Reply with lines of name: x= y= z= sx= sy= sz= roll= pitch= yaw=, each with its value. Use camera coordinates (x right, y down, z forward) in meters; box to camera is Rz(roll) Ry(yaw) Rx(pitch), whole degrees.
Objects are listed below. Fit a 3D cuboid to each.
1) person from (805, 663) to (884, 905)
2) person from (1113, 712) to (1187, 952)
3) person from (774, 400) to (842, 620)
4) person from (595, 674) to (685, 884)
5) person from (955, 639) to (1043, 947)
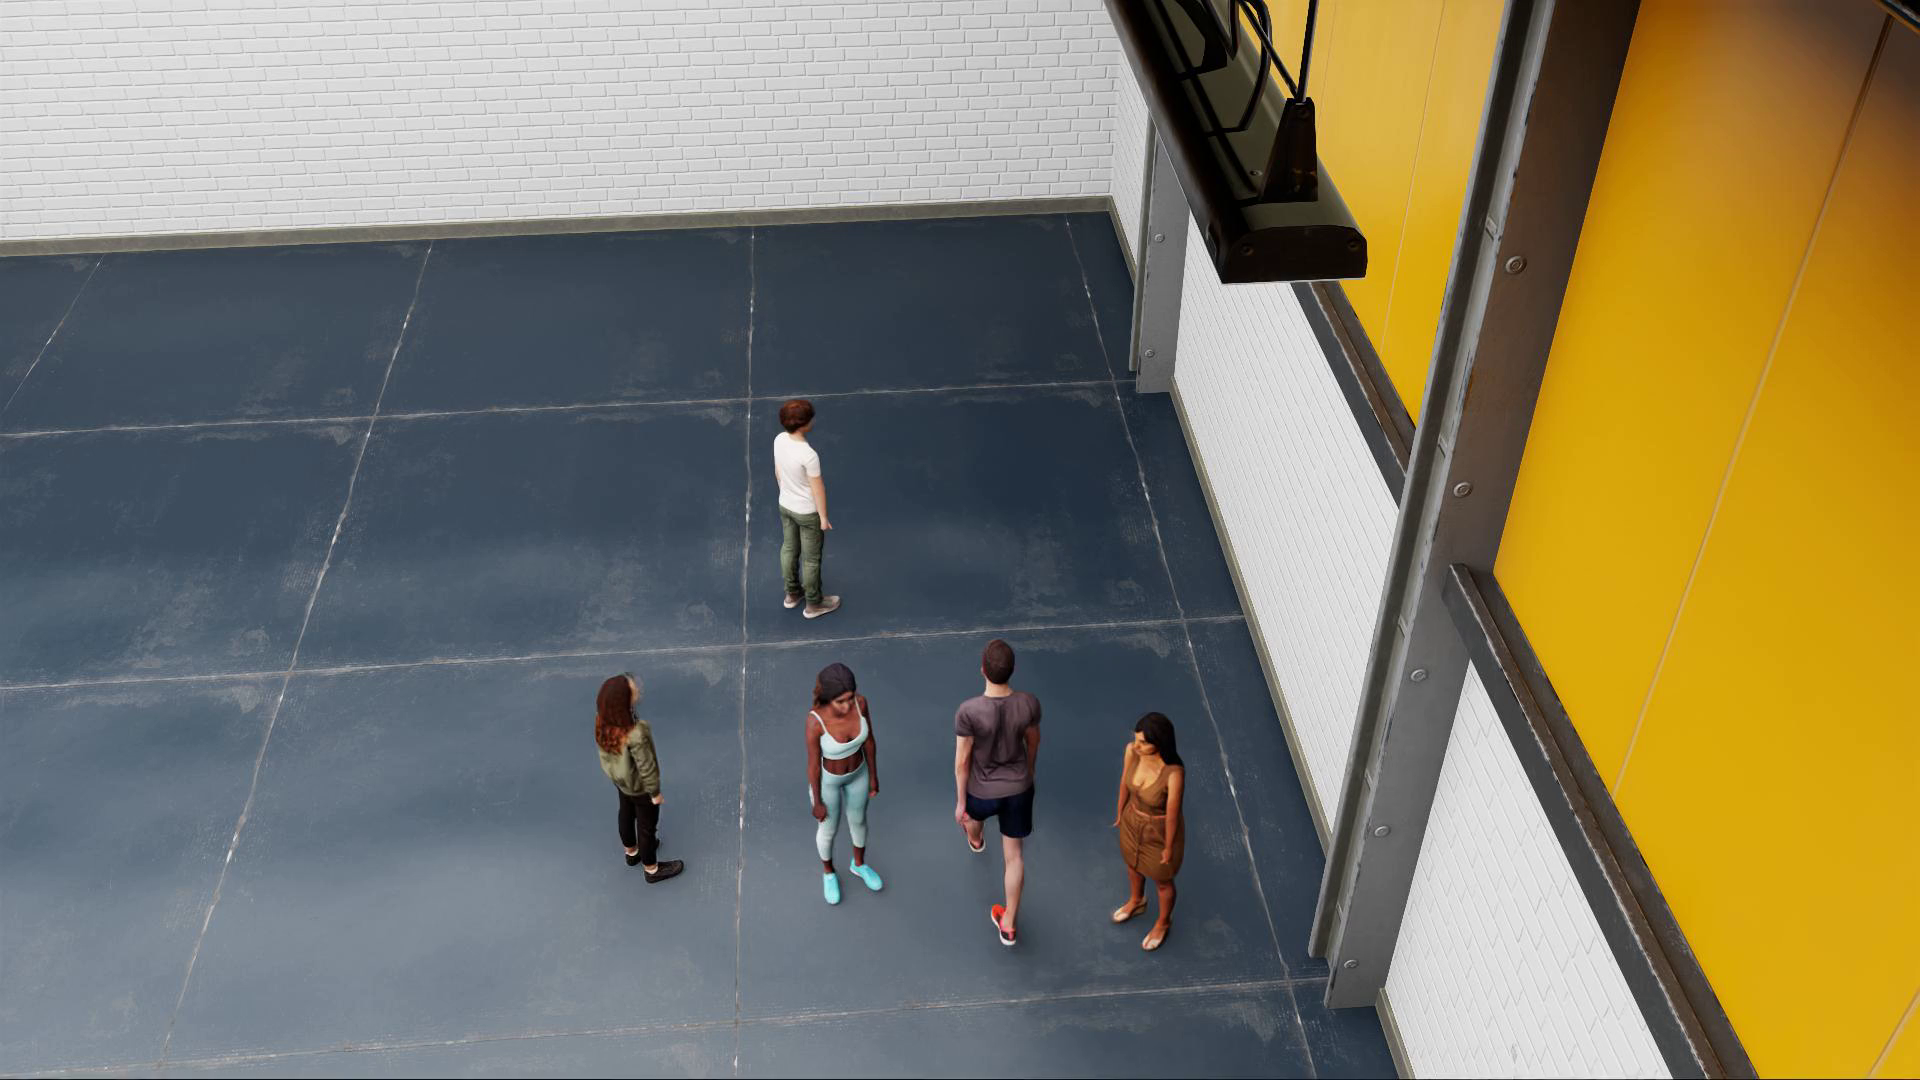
person: x=-0.653 y=1.311 z=9.092 sx=0.645 sy=1.725 sz=0.660 roll=-21 pitch=43 yaw=-24
person: x=1.029 y=1.531 z=8.848 sx=0.709 sy=1.685 sz=0.623 roll=-27 pitch=46 yaw=-29
person: x=-1.056 y=-0.213 z=11.057 sx=0.658 sy=1.653 sz=0.725 roll=29 pitch=47 yaw=32
person: x=-1.824 y=1.322 z=9.278 sx=0.716 sy=1.475 sz=0.623 roll=-28 pitch=47 yaw=-31
person: x=0.224 y=1.407 z=8.918 sx=0.779 sy=1.792 sz=1.238 roll=-8 pitch=39 yaw=-10
